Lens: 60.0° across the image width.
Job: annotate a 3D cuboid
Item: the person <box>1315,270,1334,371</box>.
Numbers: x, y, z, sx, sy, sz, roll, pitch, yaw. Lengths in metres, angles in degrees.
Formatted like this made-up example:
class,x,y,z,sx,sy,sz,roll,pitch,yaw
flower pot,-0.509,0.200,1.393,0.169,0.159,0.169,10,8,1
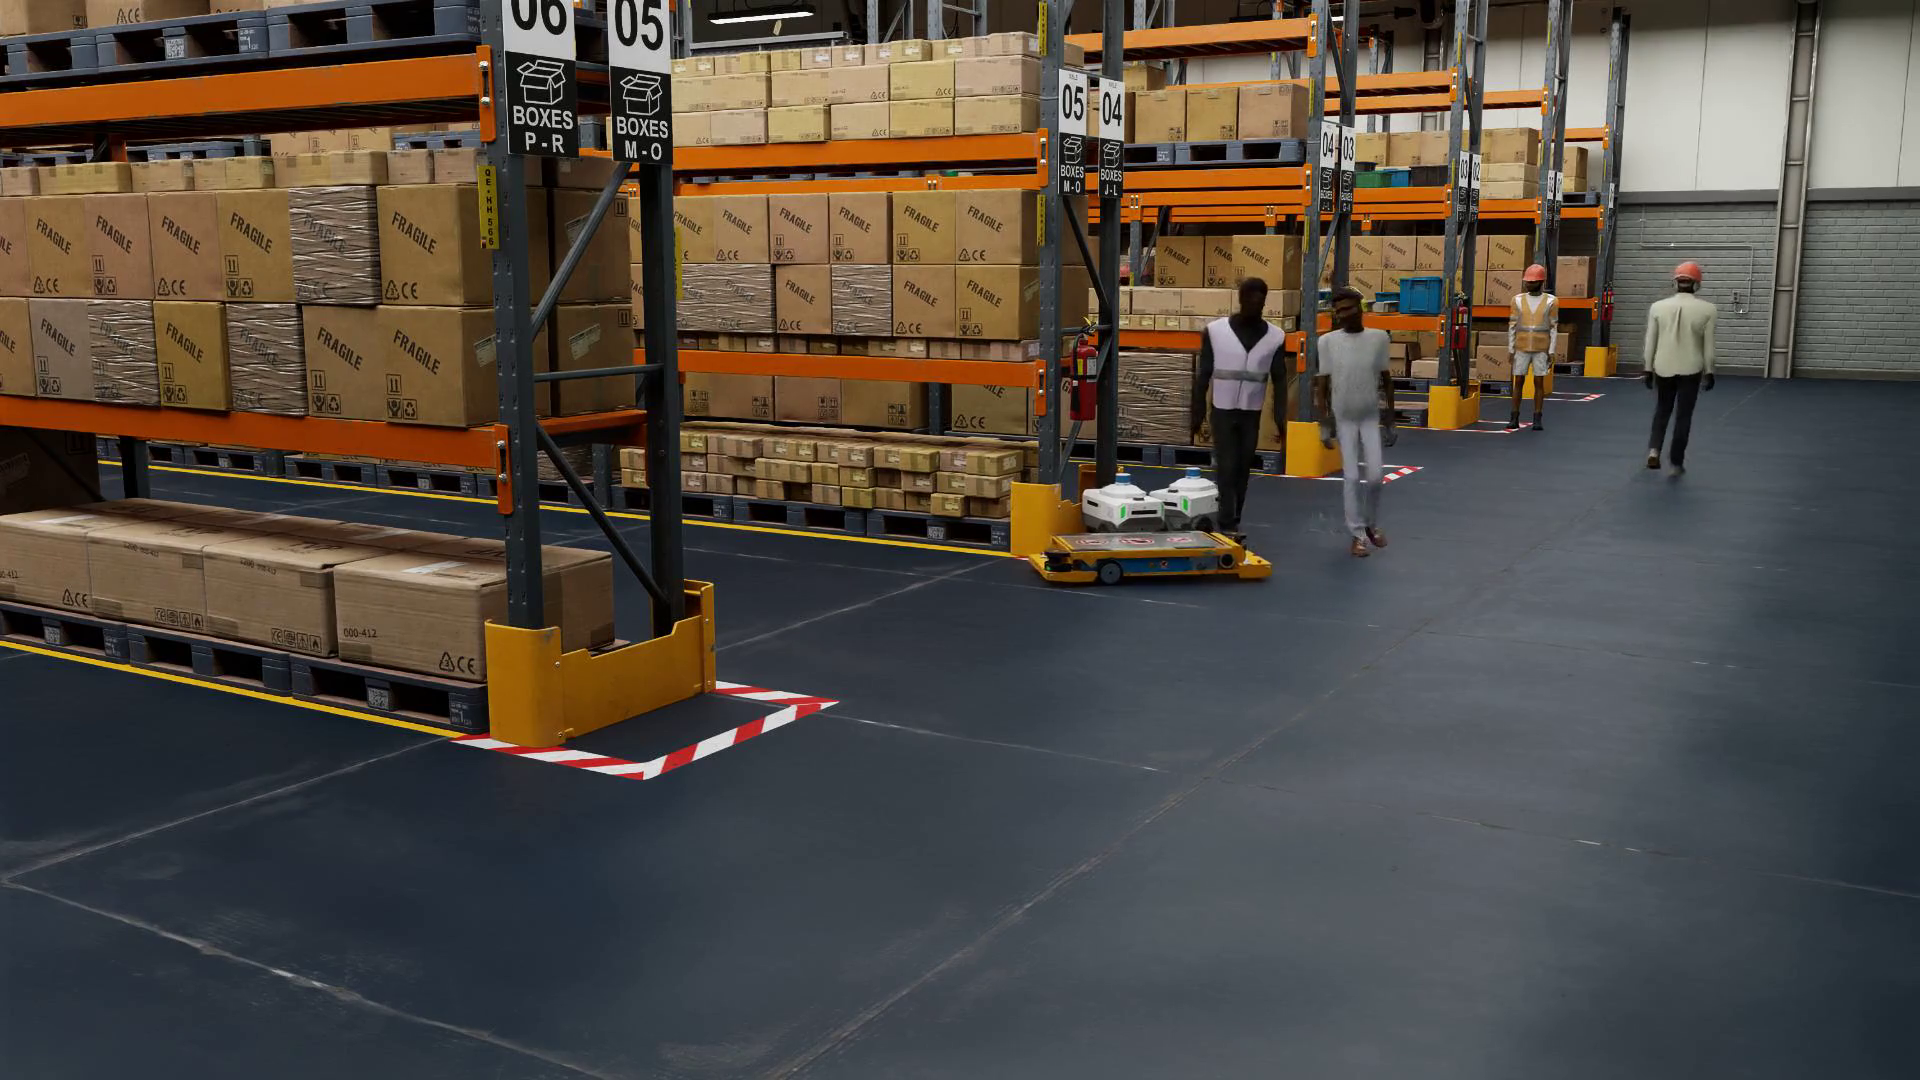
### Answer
class,x,y,z,sx,sy,sz,roll,pitch,yaw
person,4.792,-2.623,21.852,1.003,1.885,0.632,7,12,36

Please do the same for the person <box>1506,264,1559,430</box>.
class,x,y,z,sx,sy,sz,roll,pitch,yaw
person,6.683,-2.242,19.424,0.547,1.934,0.376,4,11,24

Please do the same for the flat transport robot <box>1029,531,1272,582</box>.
class,x,y,z,sx,sy,sz,roll,pitch,yaw
flat transport robot,1.198,0.097,10.589,1.431,0.197,0.652,-1,10,-8

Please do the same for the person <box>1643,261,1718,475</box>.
class,x,y,z,sx,sy,sz,roll,pitch,yaw
person,6.696,-1.586,15.446,0.612,1.980,0.427,8,12,39

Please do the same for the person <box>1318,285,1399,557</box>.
class,x,y,z,sx,sy,sz,roll,pitch,yaw
person,2.715,-0.809,11.309,0.572,1.838,0.460,0,10,1

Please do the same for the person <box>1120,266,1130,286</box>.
class,x,y,z,sx,sy,sz,roll,pitch,yaw
person,2.589,-3.262,25.555,1.007,1.889,0.564,5,11,25

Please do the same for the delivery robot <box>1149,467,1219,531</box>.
class,x,y,z,sx,sy,sz,roll,pitch,yaw
delivery robot,1.621,-0.263,11.593,0.477,0.478,0.707,8,12,38

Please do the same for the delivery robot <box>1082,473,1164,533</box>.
class,x,y,z,sx,sy,sz,roll,pitch,yaw
delivery robot,1.099,-0.209,11.275,0.477,0.478,0.707,-3,10,-19

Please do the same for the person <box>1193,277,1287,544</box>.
class,x,y,z,sx,sy,sz,roll,pitch,yaw
person,1.969,-0.863,11.478,0.611,1.882,0.800,-1,10,-8
